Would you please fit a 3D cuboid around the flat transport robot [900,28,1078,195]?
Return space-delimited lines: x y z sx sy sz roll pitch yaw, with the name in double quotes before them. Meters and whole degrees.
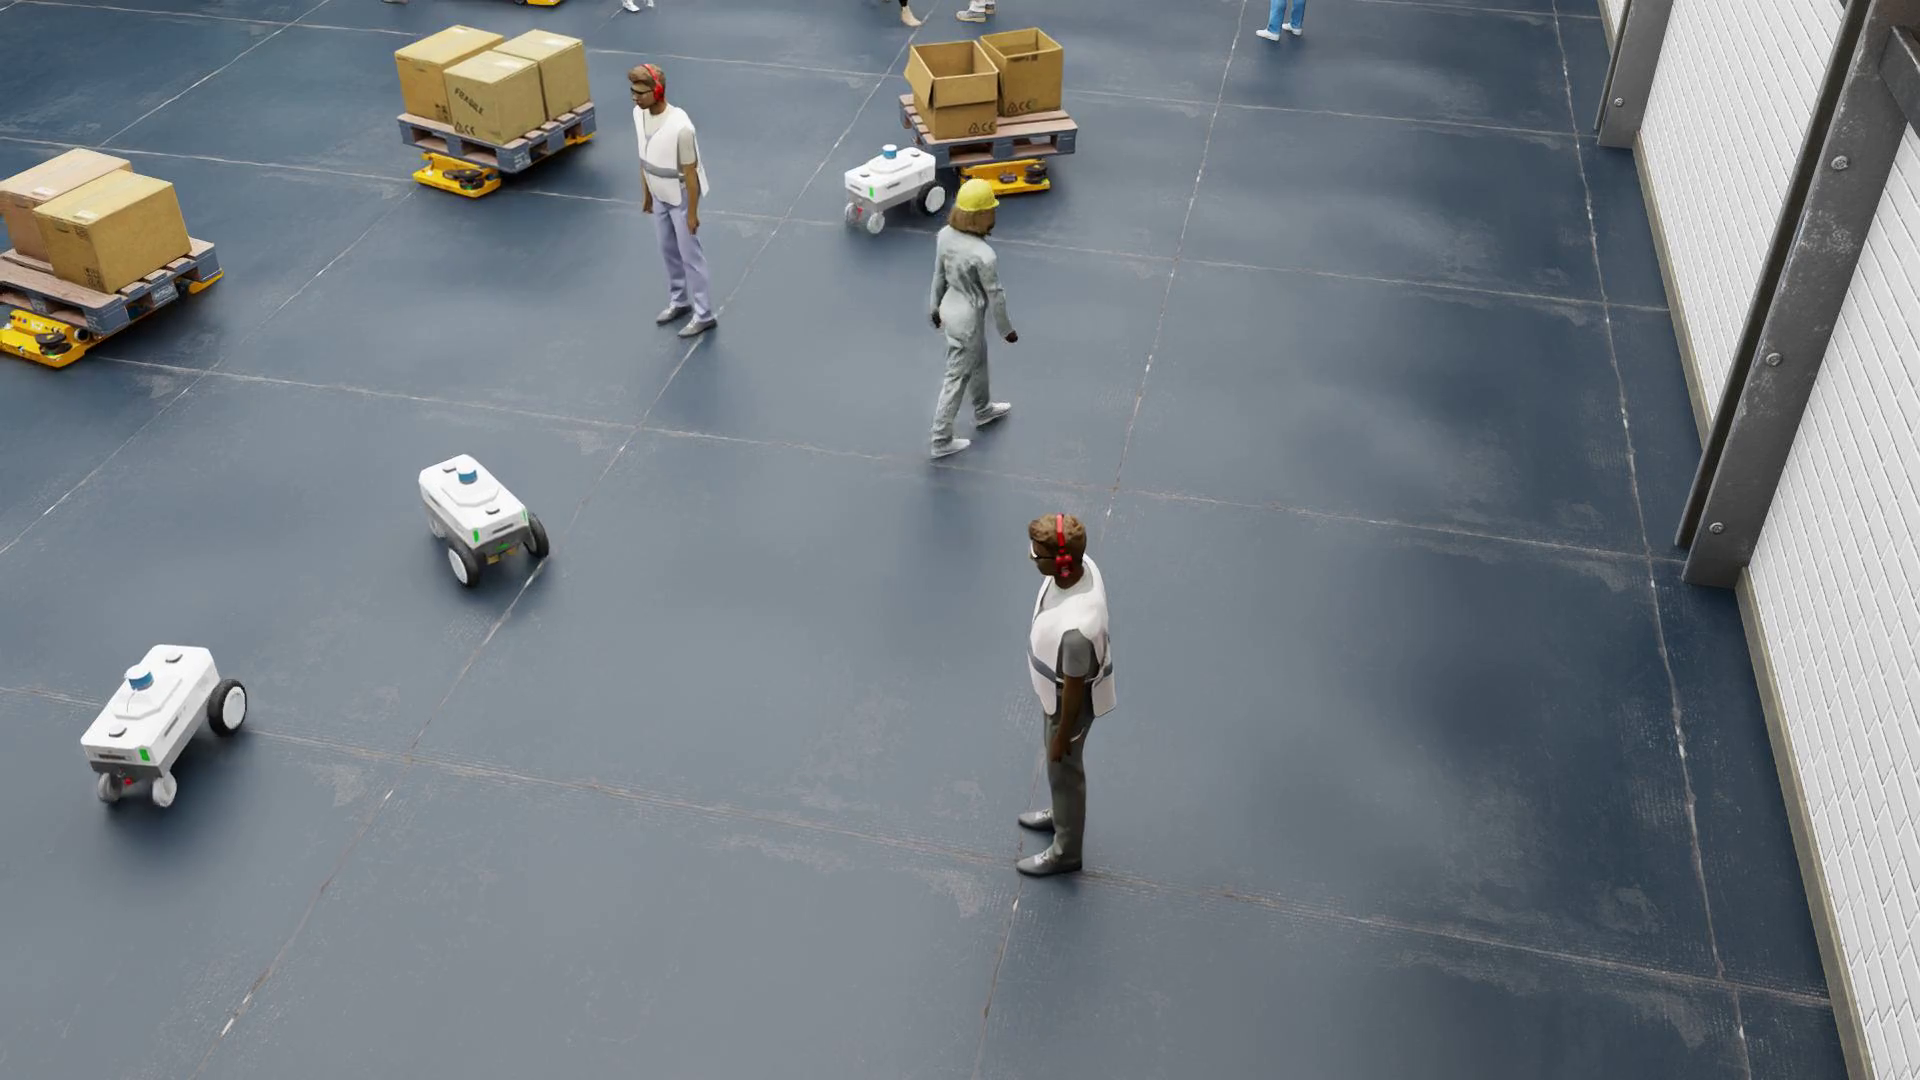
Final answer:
"flat transport robot" 0.202 -3.163 13.452 0.659 0.231 1.431 -9 38 -12

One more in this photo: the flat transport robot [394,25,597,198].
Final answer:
"flat transport robot" -3.686 -3.168 13.459 0.659 0.231 1.431 19 41 24

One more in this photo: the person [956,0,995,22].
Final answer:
"person" 0.170 -5.875 15.735 0.356 1.880 0.572 17 40 21

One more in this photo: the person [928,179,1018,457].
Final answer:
"person" 0.113 -1.305 9.759 0.772 1.716 0.498 -19 41 -23

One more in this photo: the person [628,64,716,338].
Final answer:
"person" -1.875 -2.239 10.914 0.414 1.832 0.563 -29 46 -33

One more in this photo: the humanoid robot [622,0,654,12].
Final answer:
"humanoid robot" -3.201 -5.961 15.986 0.538 1.811 0.686 -21 42 -25

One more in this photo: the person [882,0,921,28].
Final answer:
"person" -0.629 -5.775 15.773 0.553 1.668 0.726 -30 46 -34

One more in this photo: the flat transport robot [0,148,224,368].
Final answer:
"flat transport robot" -5.857 -1.649 11.425 0.659 0.231 1.431 16 40 21

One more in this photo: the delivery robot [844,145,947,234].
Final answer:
"delivery robot" -0.506 -2.692 12.595 0.805 0.609 0.499 -30 46 -34

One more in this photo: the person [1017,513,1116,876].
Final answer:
"person" 0.455 0.658 7.034 0.401 1.834 0.567 -1 37 -1

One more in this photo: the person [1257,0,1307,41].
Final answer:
"person" 3.053 -5.513 15.386 0.487 1.720 0.379 -21 42 -25

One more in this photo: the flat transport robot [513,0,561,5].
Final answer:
"flat transport robot" -4.583 -5.640 16.766 1.431 0.231 0.659 10 38 14

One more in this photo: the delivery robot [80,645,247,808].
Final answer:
"delivery robot" -3.792 0.836 7.873 0.499 0.609 0.805 4 37 5

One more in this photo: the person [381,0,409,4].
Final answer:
"person" -5.548 -6.184 16.161 0.417 1.870 0.535 17 40 22

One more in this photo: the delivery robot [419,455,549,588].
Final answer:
"delivery robot" -2.669 -0.149 9.175 0.499 0.590 0.793 -27 44 -31
